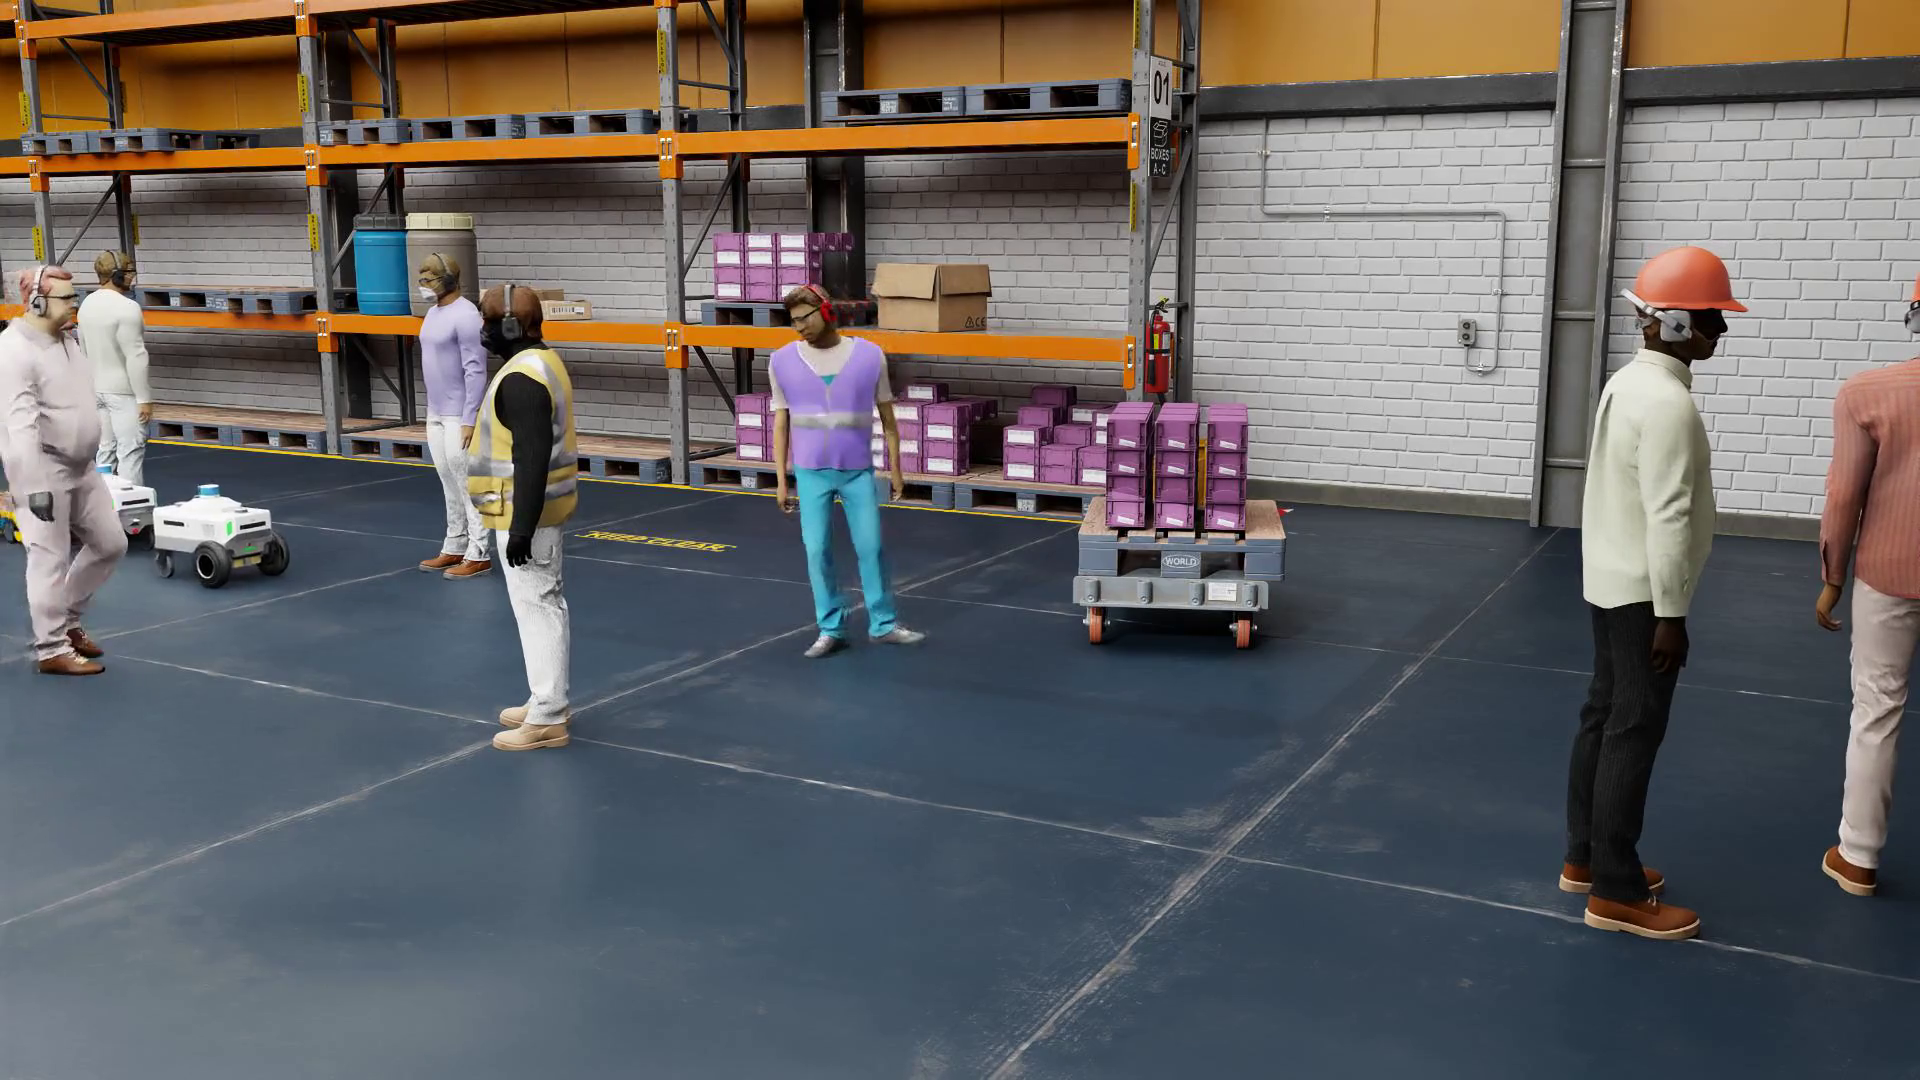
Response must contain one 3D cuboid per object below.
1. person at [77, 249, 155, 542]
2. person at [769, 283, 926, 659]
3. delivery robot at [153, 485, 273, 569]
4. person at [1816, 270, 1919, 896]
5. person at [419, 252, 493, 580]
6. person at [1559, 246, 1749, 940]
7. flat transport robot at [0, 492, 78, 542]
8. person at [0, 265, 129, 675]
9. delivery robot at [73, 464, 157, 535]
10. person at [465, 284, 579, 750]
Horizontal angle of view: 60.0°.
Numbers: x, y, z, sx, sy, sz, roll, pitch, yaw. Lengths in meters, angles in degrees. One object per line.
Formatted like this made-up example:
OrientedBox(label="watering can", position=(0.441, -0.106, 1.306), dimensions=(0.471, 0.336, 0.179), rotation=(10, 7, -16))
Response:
OrientedBox(label="person", position=(-5.600, -0.957, 11.098), dimensions=(0.629, 1.940, 0.379), rotation=(7, 13, 34))
OrientedBox(label="person", position=(-0.536, -0.321, 7.985), dimensions=(0.740, 1.806, 0.421), rotation=(-1, 10, -4))
OrientedBox(label="delivery robot", position=(-4.430, -0.084, 9.853), dimensions=(0.707, 0.478, 0.477), rotation=(5, 12, 27))
OrientedBox(label="person", position=(2.942, 0.115, 5.066), dimensions=(0.612, 1.994, 0.395), rotation=(4, 11, 20))
OrientedBox(label="person", position=(-3.013, -0.733, 9.889), dimensions=(0.372, 1.934, 0.627), rotation=(-9, 13, -39))
OrientedBox(label="person", position=(2.028, 0.149, 4.883), dimensions=(0.397, 1.992, 0.623), rotation=(1, 10, 8))
OrientedBox(label="flat transport robot", position=(-6.378, -0.181, 11.419), dimensions=(1.431, 0.197, 0.652), rotation=(7, 12, 33))
OrientedBox(label="person", position=(-4.135, -0.304, 7.641), dimensions=(0.421, 1.891, 0.658), rotation=(0, 10, 2))
OrientedBox(label="delivery robot", position=(-5.515, -0.246, 10.740), dimensions=(0.707, 0.478, 0.477), rotation=(7, 12, 33))
OrientedBox(label="person", position=(-1.734, -0.091, 6.623), dimensions=(0.429, 1.840, 0.634), rotation=(-2, 10, -8))
